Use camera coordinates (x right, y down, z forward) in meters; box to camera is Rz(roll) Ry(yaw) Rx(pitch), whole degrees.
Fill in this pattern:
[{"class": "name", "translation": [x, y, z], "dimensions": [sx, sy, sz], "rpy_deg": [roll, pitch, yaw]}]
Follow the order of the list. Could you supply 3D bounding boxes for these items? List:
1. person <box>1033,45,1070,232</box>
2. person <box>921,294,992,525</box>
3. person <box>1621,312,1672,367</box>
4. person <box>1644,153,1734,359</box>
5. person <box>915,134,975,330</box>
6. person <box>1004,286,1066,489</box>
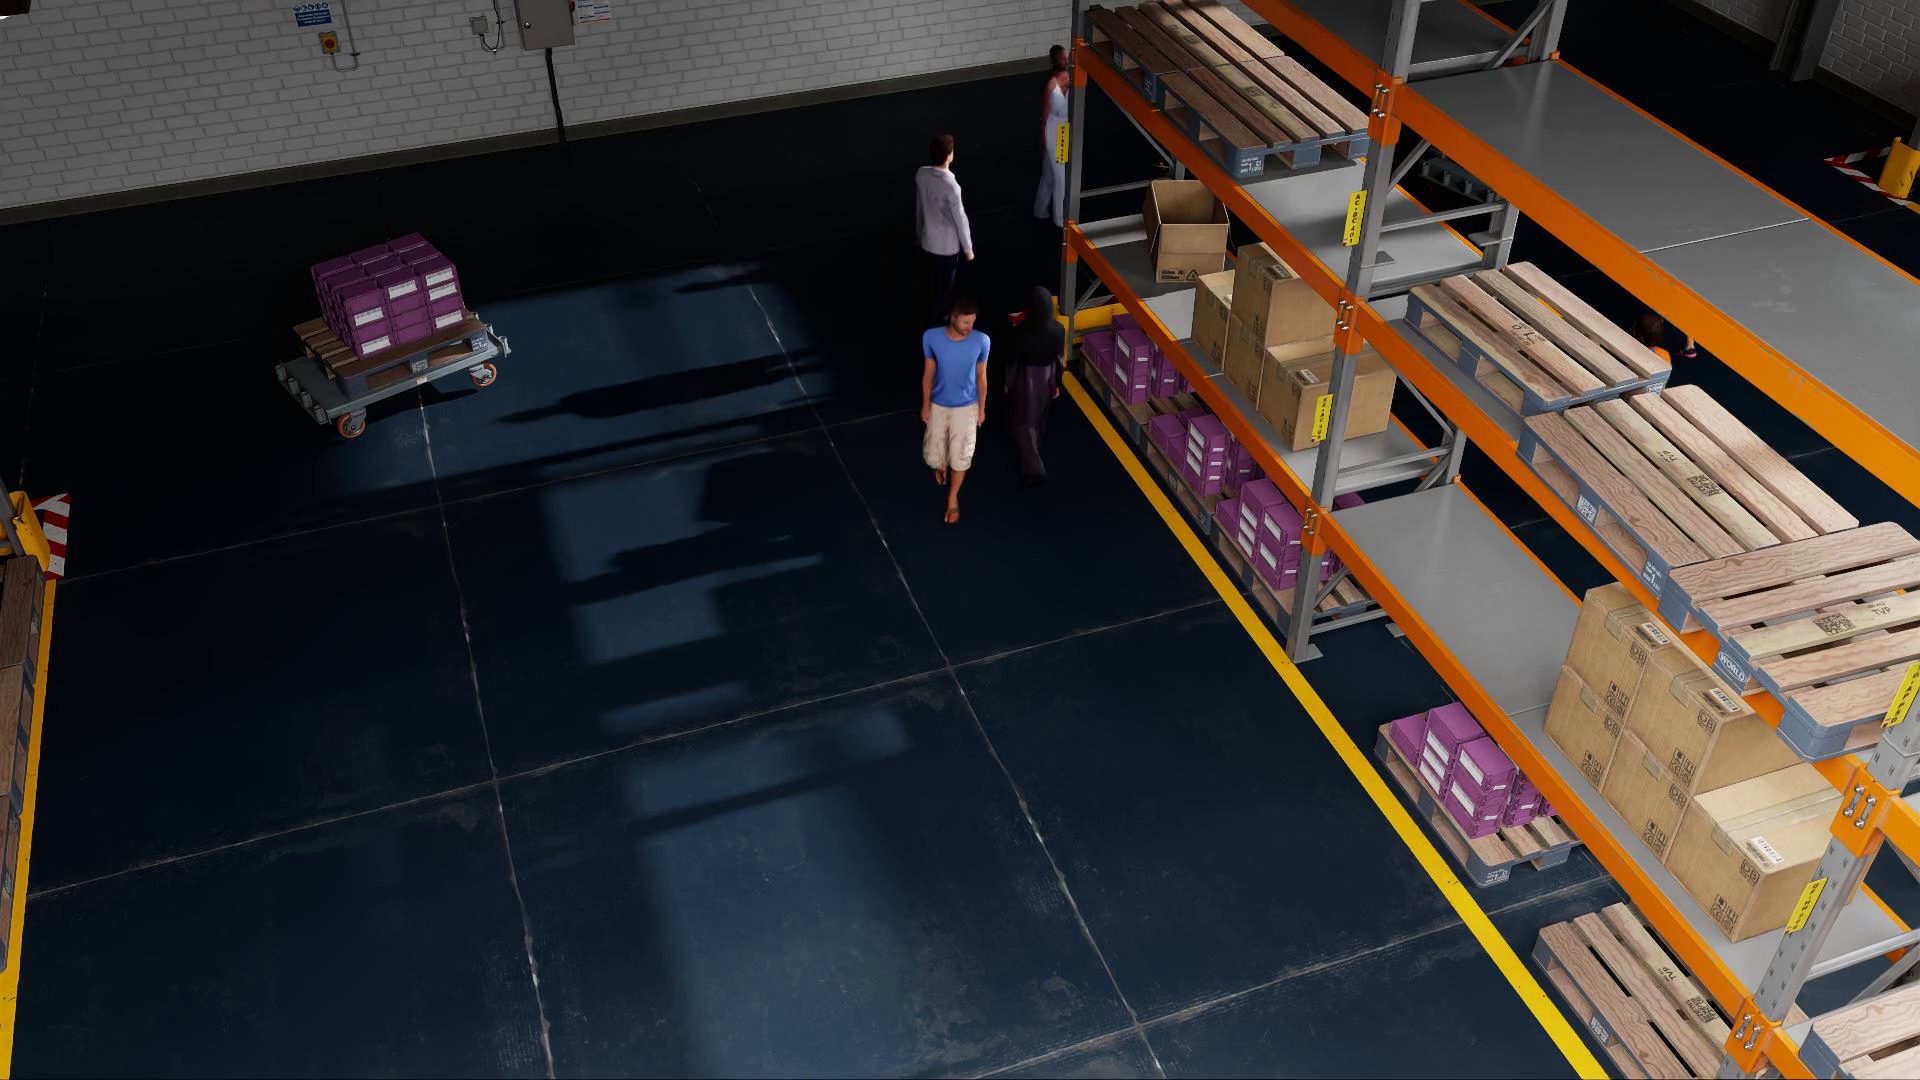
[{"class": "person", "translation": [0.811, -3.774, 15.506], "dimensions": [0.853, 1.769, 0.779], "rpy_deg": [21, 43, 25]}, {"class": "person", "translation": [-0.034, -1.017, 12.001], "dimensions": [0.849, 1.835, 0.965], "rpy_deg": [5, 39, 6]}, {"class": "person", "translation": [4.709, -0.733, 11.639], "dimensions": [0.838, 1.843, 1.119], "rpy_deg": [-23, 44, -26]}, {"class": "person", "translation": [6.103, -2.316, 13.753], "dimensions": [0.787, 1.679, 1.201], "rpy_deg": [-4, 39, -6]}, {"class": "person", "translation": [-0.225, -2.446, 13.789], "dimensions": [0.811, 1.837, 0.674], "rpy_deg": [-24, 45, -27]}, {"class": "person", "translation": [0.550, -1.121, 12.322], "dimensions": [0.611, 1.596, 1.004], "rpy_deg": [-11, 40, -14]}]
